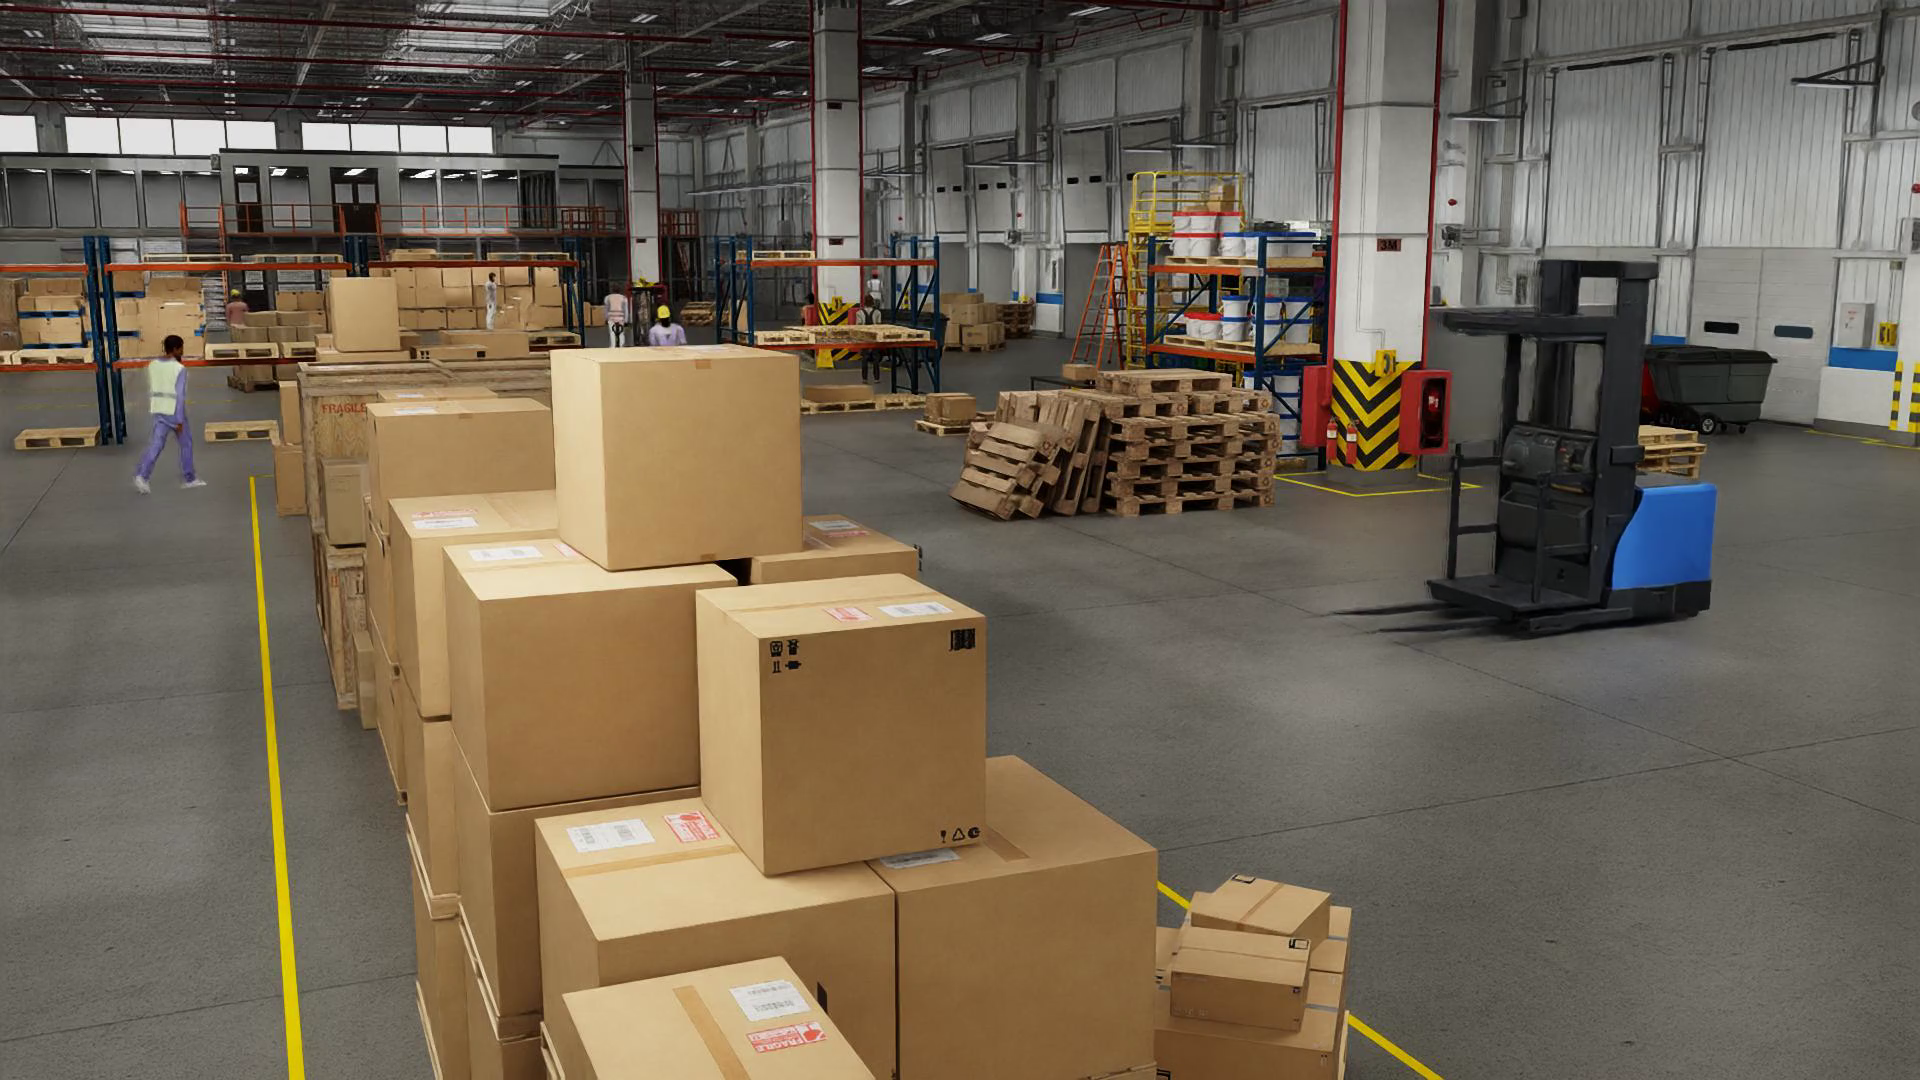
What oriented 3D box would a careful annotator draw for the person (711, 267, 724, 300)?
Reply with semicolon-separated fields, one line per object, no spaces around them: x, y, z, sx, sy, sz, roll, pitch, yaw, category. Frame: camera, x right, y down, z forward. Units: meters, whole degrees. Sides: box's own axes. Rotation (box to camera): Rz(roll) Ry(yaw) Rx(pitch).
-11.797;-12.626;80.899;0.684;1.925;0.942;7;12;32;person

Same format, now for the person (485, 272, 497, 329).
-14.884;-7.538;52.872;0.380;1.930;0.625;0;10;1;person

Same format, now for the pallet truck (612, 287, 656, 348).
-6.464;-4.406;35.401;0.823;1.965;1.885;6;12;32;pallet truck

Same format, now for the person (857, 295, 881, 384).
-1.869;-4.145;34.400;0.505;1.840;0.346;0;10;0;person

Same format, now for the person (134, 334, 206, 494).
-9.425;-1.500;19.736;0.594;1.873;0.956;3;11;17;person

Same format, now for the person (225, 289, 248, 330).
-17.927;-5.349;41.283;0.527;1.751;0.419;-8;13;-36;person

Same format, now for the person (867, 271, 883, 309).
-2.945;-8.439;57.978;0.547;1.891;0.997;-2;10;-9;person

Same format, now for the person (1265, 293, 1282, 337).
6.014;-3.843;32.461;0.542;1.939;0.361;5;11;24;person

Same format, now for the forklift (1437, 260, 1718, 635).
4.931;-0.797;13.079;1.873;2.768;1.129;-4;11;-22;forklift

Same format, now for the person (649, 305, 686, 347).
-4.971;-3.077;28.421;0.641;1.882;0.882;-2;11;-13;person

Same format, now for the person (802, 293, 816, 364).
-3.524;-5.106;40.112;0.534;1.676;0.626;4;11;19;person

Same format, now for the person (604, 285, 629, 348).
-8.902;-5.711;43.125;0.627;1.811;0.862;-2;10;-9;person

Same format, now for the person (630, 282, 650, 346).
-8.138;-5.660;42.619;0.631;1.884;0.582;0;10;0;person
